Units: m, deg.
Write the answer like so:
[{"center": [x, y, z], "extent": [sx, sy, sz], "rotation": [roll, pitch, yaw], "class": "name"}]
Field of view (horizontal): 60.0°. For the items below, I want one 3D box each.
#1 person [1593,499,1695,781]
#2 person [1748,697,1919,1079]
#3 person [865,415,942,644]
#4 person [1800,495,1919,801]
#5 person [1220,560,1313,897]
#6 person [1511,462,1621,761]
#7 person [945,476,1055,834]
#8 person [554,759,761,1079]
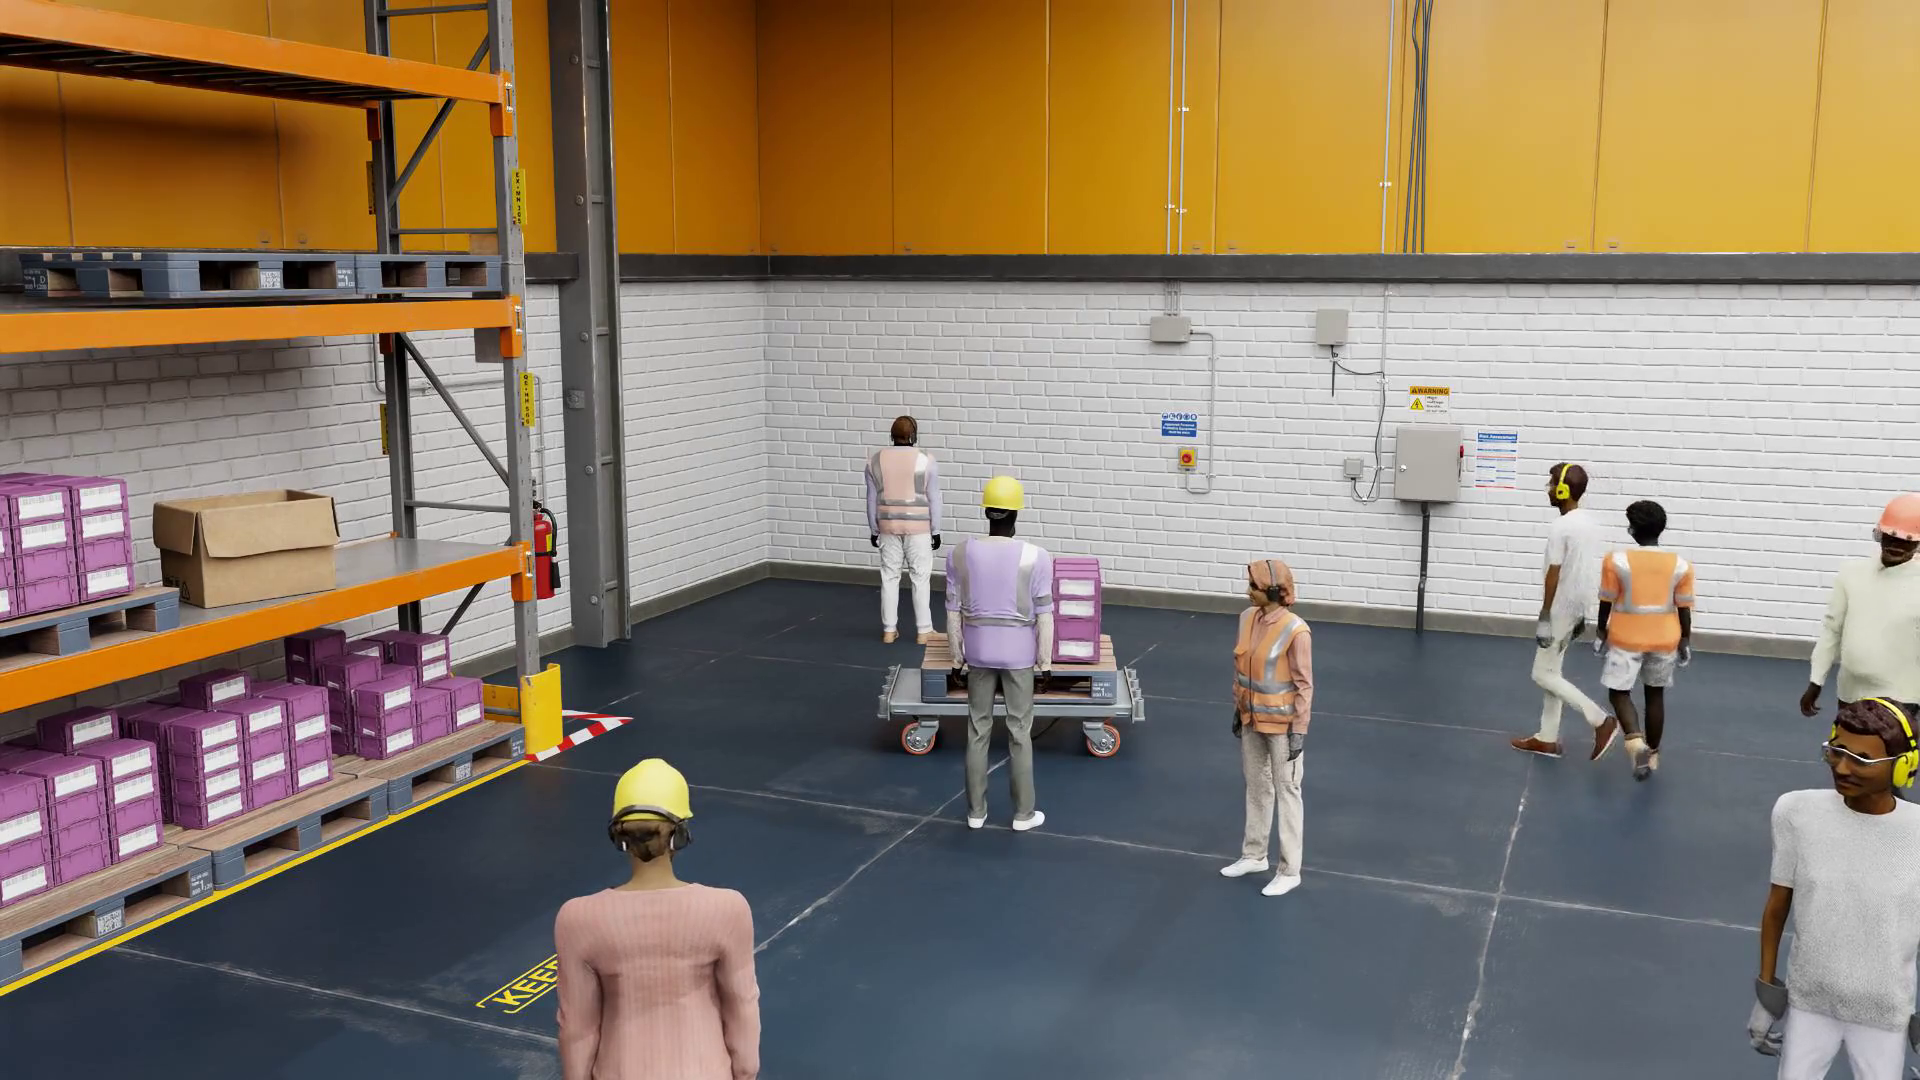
[{"center": [4.027, 0.602, 9.755], "extent": [0.545, 1.674, 0.628], "rotation": [1, 9, 4], "class": "person"}, {"center": [2.507, 1.342, 4.685], "extent": [0.514, 1.866, 0.332], "rotation": [6, 11, 34], "class": "person"}, {"center": [-0.438, -0.080, 13.368], "extent": [0.622, 1.845, 0.429], "rotation": [2, 10, 13], "class": "person"}, {"center": [4.523, 0.729, 8.157], "extent": [0.959, 1.943, 0.615], "rotation": [-4, 10, -22], "class": "person"}, {"center": [1.502, 0.899, 8.059], "extent": [0.313, 1.636, 0.517], "rotation": [-5, 11, -27], "class": "person"}, {"center": [3.717, 0.452, 10.122], "extent": [0.633, 1.850, 0.535], "rotation": [9, 13, 43], "class": "person"}, {"center": [0.217, 0.615, 8.901], "extent": [0.588, 1.927, 0.370], "rotation": [2, 10, 14], "class": "person"}, {"center": [-0.787, 1.444, 4.394], "extent": [0.523, 1.760, 0.327], "rotation": [-1, 9, -8], "class": "person"}]
